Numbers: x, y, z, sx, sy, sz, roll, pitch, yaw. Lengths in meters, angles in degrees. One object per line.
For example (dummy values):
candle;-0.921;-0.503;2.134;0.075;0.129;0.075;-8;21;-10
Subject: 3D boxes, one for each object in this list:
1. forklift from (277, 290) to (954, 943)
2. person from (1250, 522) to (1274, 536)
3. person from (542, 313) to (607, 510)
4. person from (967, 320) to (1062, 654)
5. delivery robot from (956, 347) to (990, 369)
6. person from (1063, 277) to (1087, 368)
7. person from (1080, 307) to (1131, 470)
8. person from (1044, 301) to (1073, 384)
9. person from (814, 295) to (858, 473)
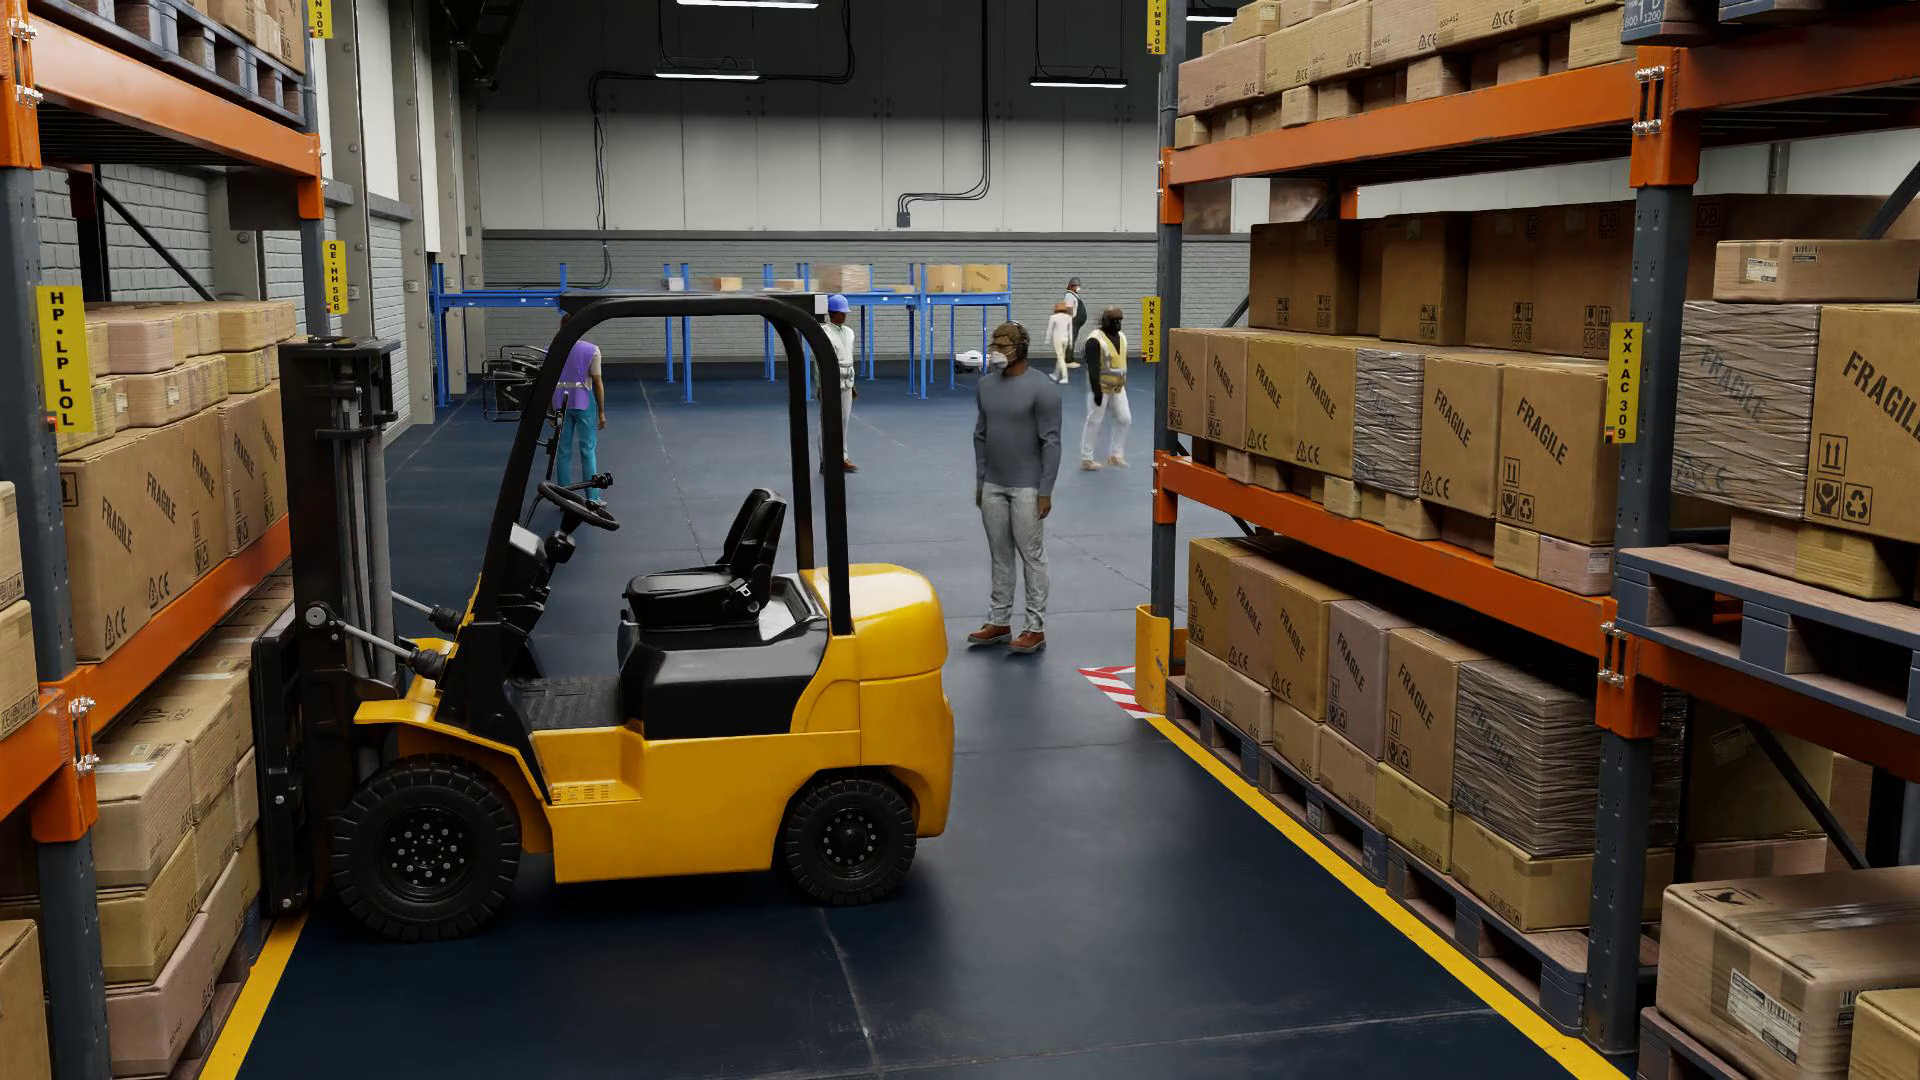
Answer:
forklift;-1.179;0.175;6.143;2.313;2.155;1.214;-2;10;-12
person;1.945;-0.407;10.023;0.615;2.043;0.373;4;10;24
person;-3.572;-1.195;15.422;0.564;1.846;0.389;1;9;8
person;0.323;-0.313;9.764;0.375;1.939;0.628;-9;13;-44
delivery robot;0.272;-3.861;35.445;0.707;0.478;0.477;5;11;30
person;2.589;-4.889;37.480;0.535;2.000;0.684;2;9;10
person;1.637;-1.670;18.455;0.655;1.801;0.672;9;13;44
person;1.914;-3.858;32.435;0.503;1.588;0.849;-6;11;-32
person;-1.353;-1.708;18.241;0.397;1.944;0.616;7;12;37
